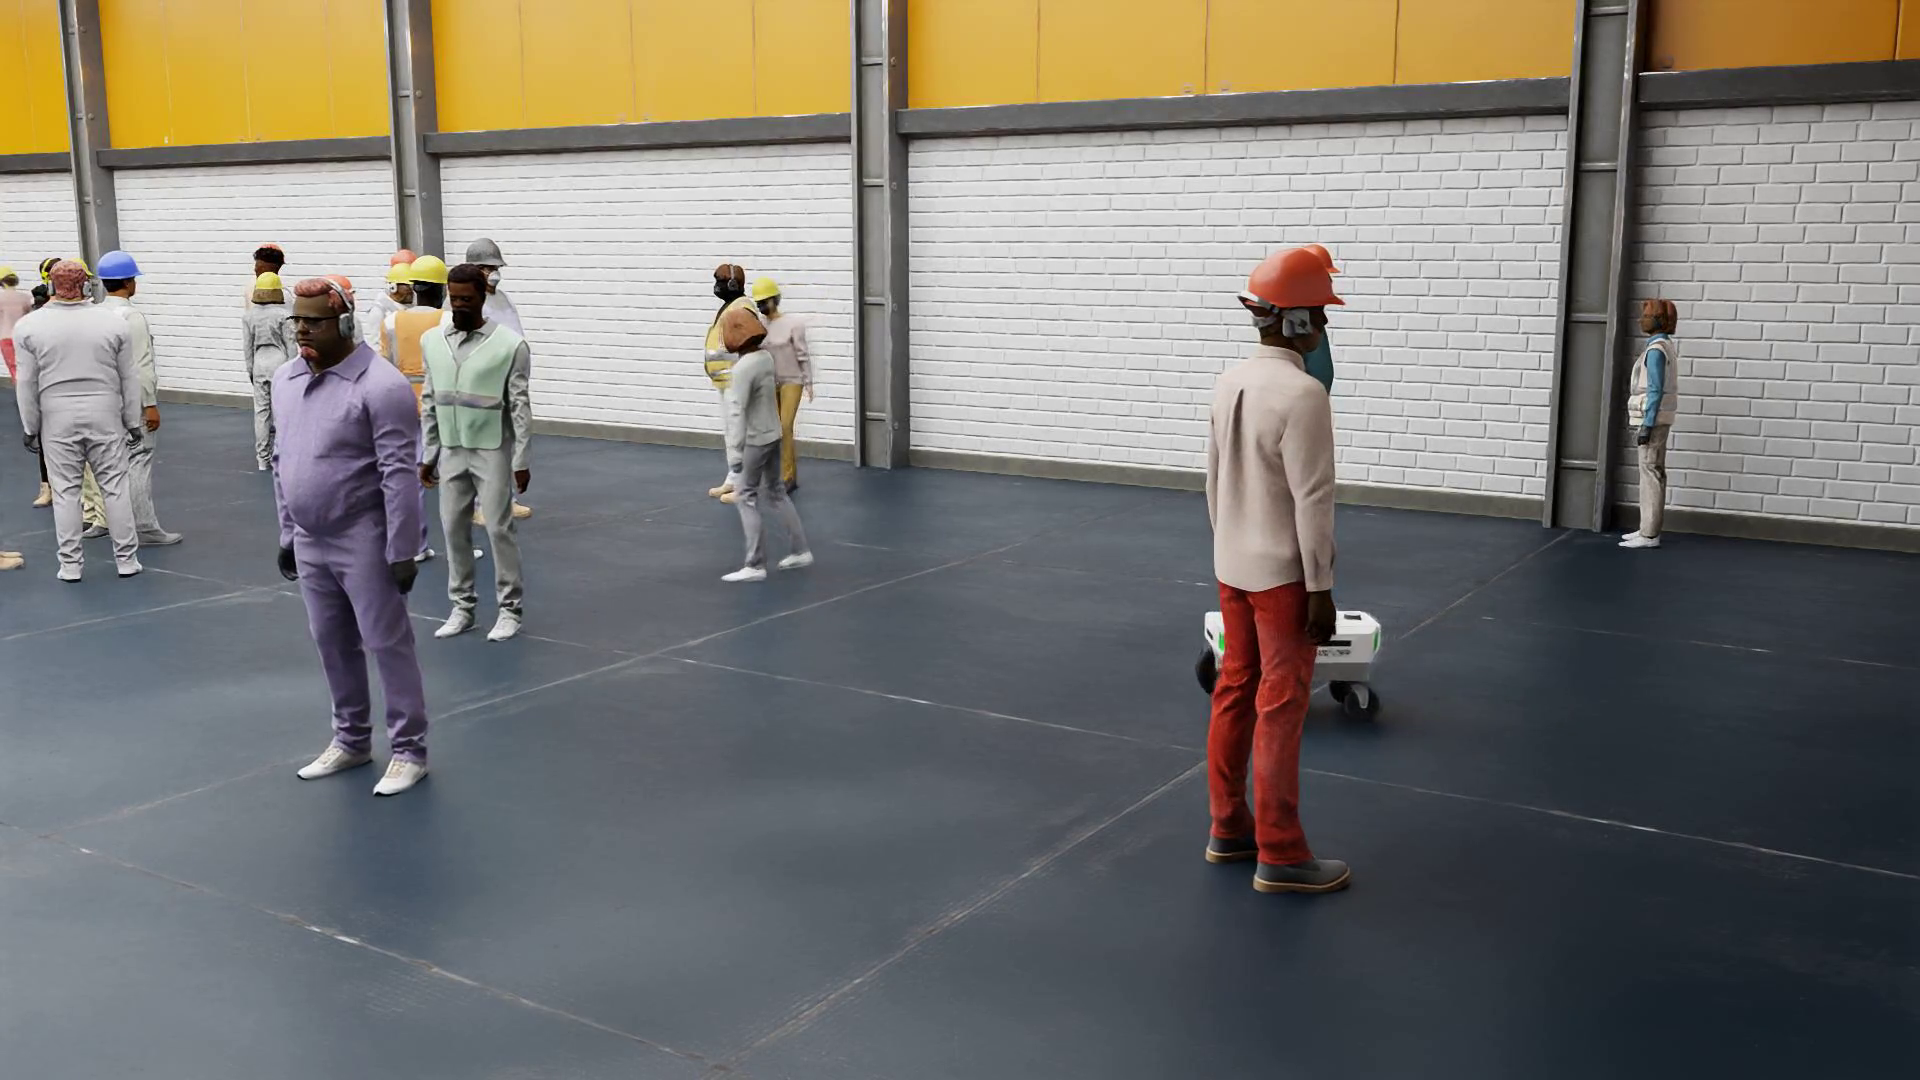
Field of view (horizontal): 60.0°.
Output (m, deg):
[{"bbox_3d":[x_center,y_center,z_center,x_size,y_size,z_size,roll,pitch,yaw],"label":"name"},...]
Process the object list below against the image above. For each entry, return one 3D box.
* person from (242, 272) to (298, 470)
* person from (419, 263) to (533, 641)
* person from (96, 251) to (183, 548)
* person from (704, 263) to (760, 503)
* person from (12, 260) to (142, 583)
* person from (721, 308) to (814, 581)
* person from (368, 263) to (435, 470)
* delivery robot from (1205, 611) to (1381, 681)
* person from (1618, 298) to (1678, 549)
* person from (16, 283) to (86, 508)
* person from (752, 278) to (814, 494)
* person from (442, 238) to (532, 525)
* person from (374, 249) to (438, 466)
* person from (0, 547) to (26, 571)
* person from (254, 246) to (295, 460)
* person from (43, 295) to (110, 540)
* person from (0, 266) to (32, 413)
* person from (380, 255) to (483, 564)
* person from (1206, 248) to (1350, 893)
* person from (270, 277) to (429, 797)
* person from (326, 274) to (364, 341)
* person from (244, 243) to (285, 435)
[{"bbox_3d":[-6.051,-1.485,14.680,0.493,1.743,0.296,1,10,8],"label":"person"},{"bbox_3d":[-2.443,-0.441,8.456,0.601,1.908,0.390,3,11,15],"label":"person"},{"bbox_3d":[-5.484,-0.918,10.962,0.614,1.950,0.375,7,12,34],"label":"person"},{"bbox_3d":[-1.766,-1.215,12.911,0.429,1.842,0.634,-4,11,-21],"label":"person"},{"bbox_3d":[-5.226,-0.703,9.897,0.650,1.906,0.401,-6,12,-30],"label":"person"},{"bbox_3d":[-1.160,-0.567,9.933,0.448,1.618,0.651,3,11,17],"label":"person"},{"bbox_3d":[-4.822,-1.471,14.399,0.404,1.825,0.593,5,11,26],"label":"person"},{"bbox_3d":[1.417,0.431,7.098,0.707,0.478,0.477,0,10,-1],"label":"delivery robot"},{"bbox_3d":[4.554,-0.763,10.954,0.305,1.645,0.522,5,11,26],"label":"person"},{"bbox_3d":[-6.838,-1.088,12.605,0.537,1.698,0.321,-2,10,-11],"label":"person"},{"bbox_3d":[-1.465,-1.206,13.173,0.530,1.723,0.771,4,11,21],"label":"person"},{"bbox_3d":[-3.344,-1.138,11.937,0.539,2.000,0.688,4,11,20],"label":"person"},{"bbox_3d":[-4.885,-1.595,14.752,0.377,1.938,0.547,7,13,36],"label":"person"},{"bbox_3d":[-5.982,-0.709,10.151,0.354,1.834,0.519,-7,12,-32],"label":"person"},{"bbox_3d":[-6.207,-1.669,15.083,0.367,1.966,0.606,-8,13,-38],"label":"person"},{"bbox_3d":[-5.988,-0.883,11.317,0.326,1.751,0.559,-9,13,-40],"label":"person"},{"bbox_3d":[-11.092,-2.341,19.504,0.908,1.716,0.528,10,14,43],"label":"person"},{"bbox_3d":[-3.298,-0.807,10.415,0.595,1.925,0.375,1,10,7],"label":"person"},{"bbox_3d":[0.995,0.097,5.218,0.379,1.996,0.608,-4,11,-20],"label":"person"},{"bbox_3d":[-2.250,-0.003,6.084,0.662,1.895,0.405,6,12,28],"label":"person"},{"bbox_3d":[-4.960,-1.259,13.401,0.340,1.752,0.564,-2,10,-11],"label":"person"},{"bbox_3d":[-7.069,-2.044,17.106,0.609,1.986,0.397,7,12,34],"label":"person"}]
